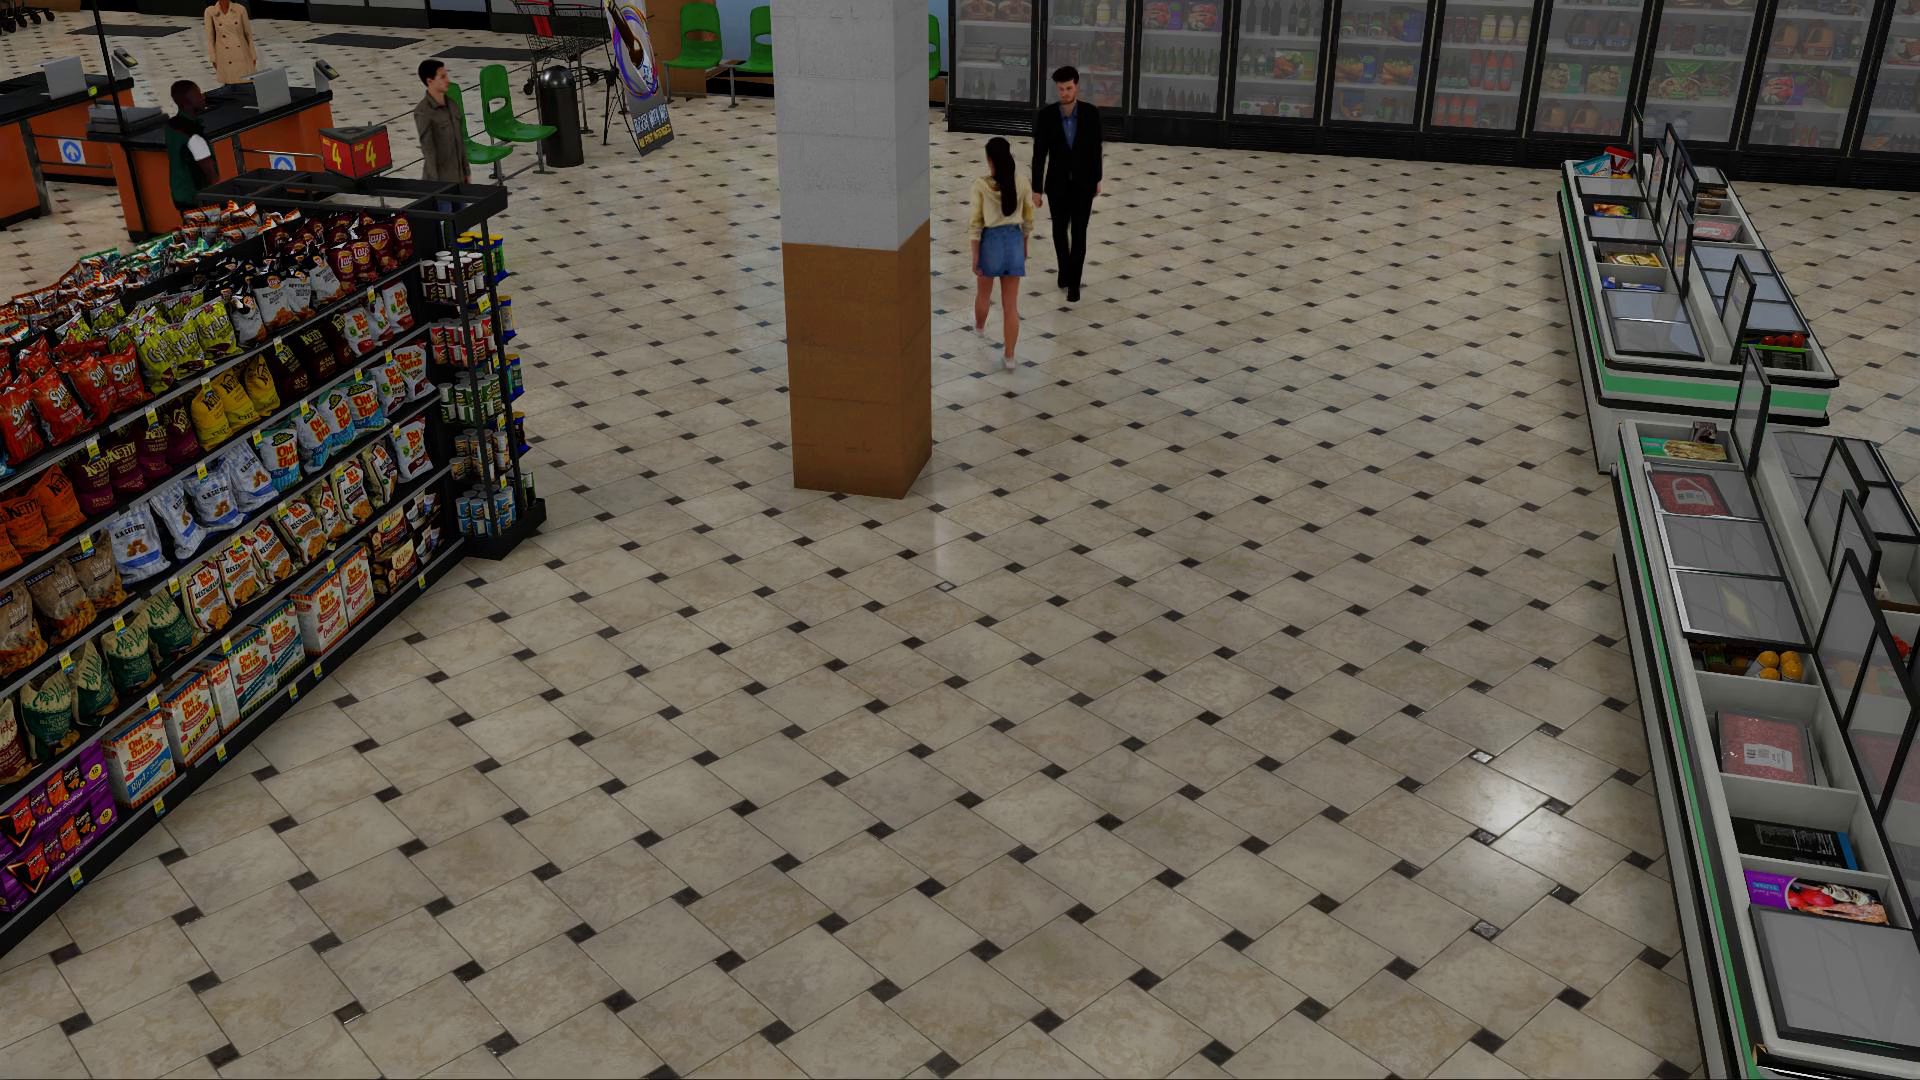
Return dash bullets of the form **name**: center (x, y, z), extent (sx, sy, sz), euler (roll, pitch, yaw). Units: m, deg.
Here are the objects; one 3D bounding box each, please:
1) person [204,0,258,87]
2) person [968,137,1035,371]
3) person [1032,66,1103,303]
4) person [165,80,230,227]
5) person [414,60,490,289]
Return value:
- **person**: center (-7.873, -5.223, 18.036), extent (0.707, 1.682, 0.733), euler (-11, 29, -20)
- **person**: center (0.308, -1.988, 11.758), extent (0.986, 1.591, 1.183), euler (-5, 27, -10)
- **person**: center (0.874, -2.825, 13.153), extent (0.844, 1.820, 1.201), euler (2, 27, 4)
- **person**: center (-5.814, -2.511, 12.551), extent (1.213, 1.805, 1.112), euler (-18, 32, -32)
- **person**: center (-4.089, -2.855, 13.166), extent (0.756, 1.863, 0.516), euler (8, 28, 15)
